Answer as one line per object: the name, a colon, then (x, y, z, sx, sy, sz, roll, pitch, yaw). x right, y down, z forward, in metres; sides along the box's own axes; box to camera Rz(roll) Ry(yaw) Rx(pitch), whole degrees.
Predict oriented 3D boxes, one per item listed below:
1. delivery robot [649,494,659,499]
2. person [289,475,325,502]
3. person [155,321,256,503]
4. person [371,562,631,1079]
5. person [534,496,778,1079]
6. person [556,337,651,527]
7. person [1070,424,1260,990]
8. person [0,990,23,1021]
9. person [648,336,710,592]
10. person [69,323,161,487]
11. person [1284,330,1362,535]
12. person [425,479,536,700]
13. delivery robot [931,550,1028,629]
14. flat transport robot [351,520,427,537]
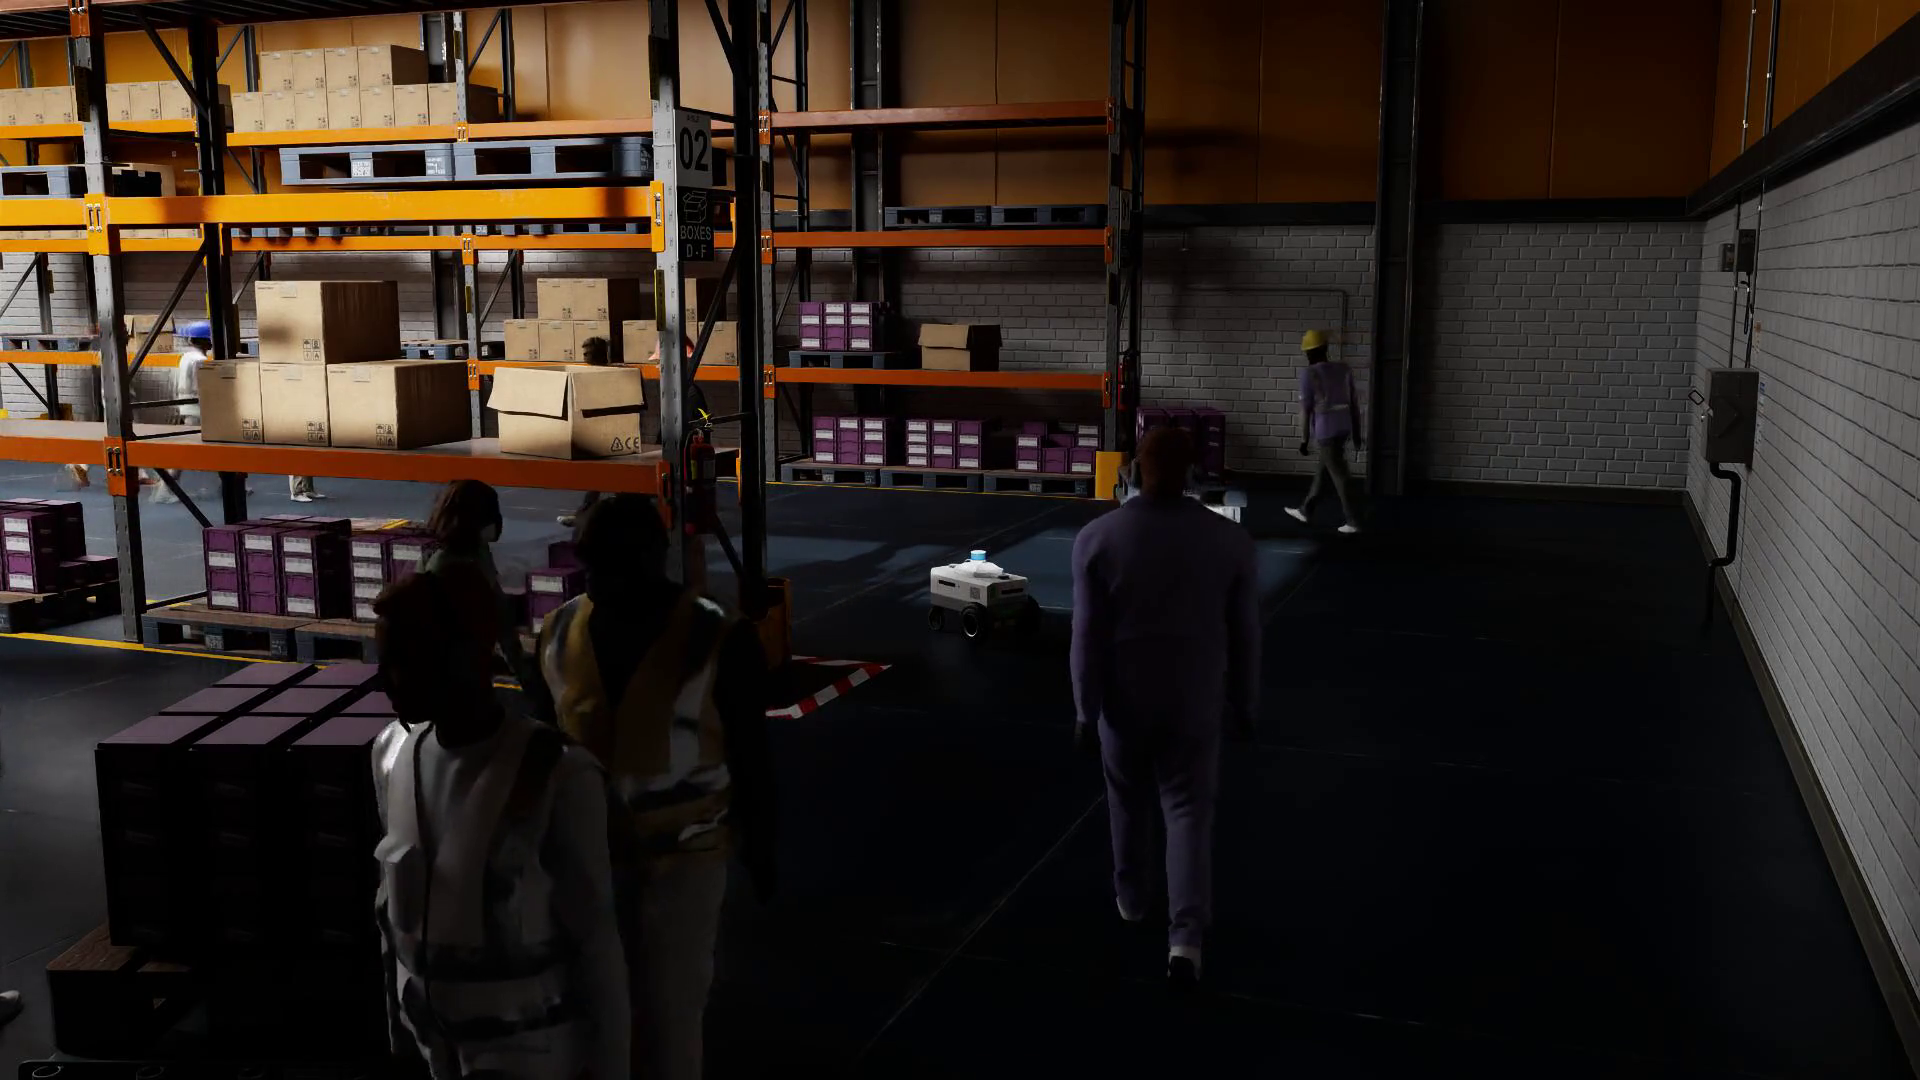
delivery robot: (-3.068, -0.622, 16.710, 0.707, 0.478, 0.477, -1, 9, -1)
person: (-6.856, -1.215, 17.353, 0.309, 1.636, 0.522, 1, 9, 5)
person: (-7.960, -1.334, 17.337, 1.025, 1.893, 0.623, -7, 11, -38)
person: (-0.857, 0.939, 3.204, 0.596, 1.851, 0.940, 5, 11, 31)
person: (-0.829, 0.809, 4.110, 0.637, 1.808, 0.833, 3, 9, 16)
person: (-3.249, -0.969, 15.343, 0.934, 1.780, 0.647, -7, 11, -36)
person: (0.702, 0.537, 5.670, 0.650, 1.862, 0.984, 0, 9, 3)
person: (-3.249, 0.605, 5.053, 0.590, 1.917, 0.396, -1, 9, -8)
person: (-1.830, -0.369, 10.922, 0.390, 1.991, 0.624, -1, 9, -5)
person: (-9.356, -1.478, 18.326, 0.820, 1.861, 0.569, -3, 10, -19)
person: (3.355, -0.999, 15.319, 0.590, 1.847, 0.989, -6, 11, -34)
person: (-1.772, 0.567, 6.249, 0.673, 1.605, 0.508, 0, 9, -2)
delivery robot: (0.119, 0.311, 10.861, 0.477, 0.478, 0.707, -7, 11, -37)
flat transport robot: (-5.337, -0.046, 14.285, 1.431, 0.197, 0.652, 1, 9, 4)
